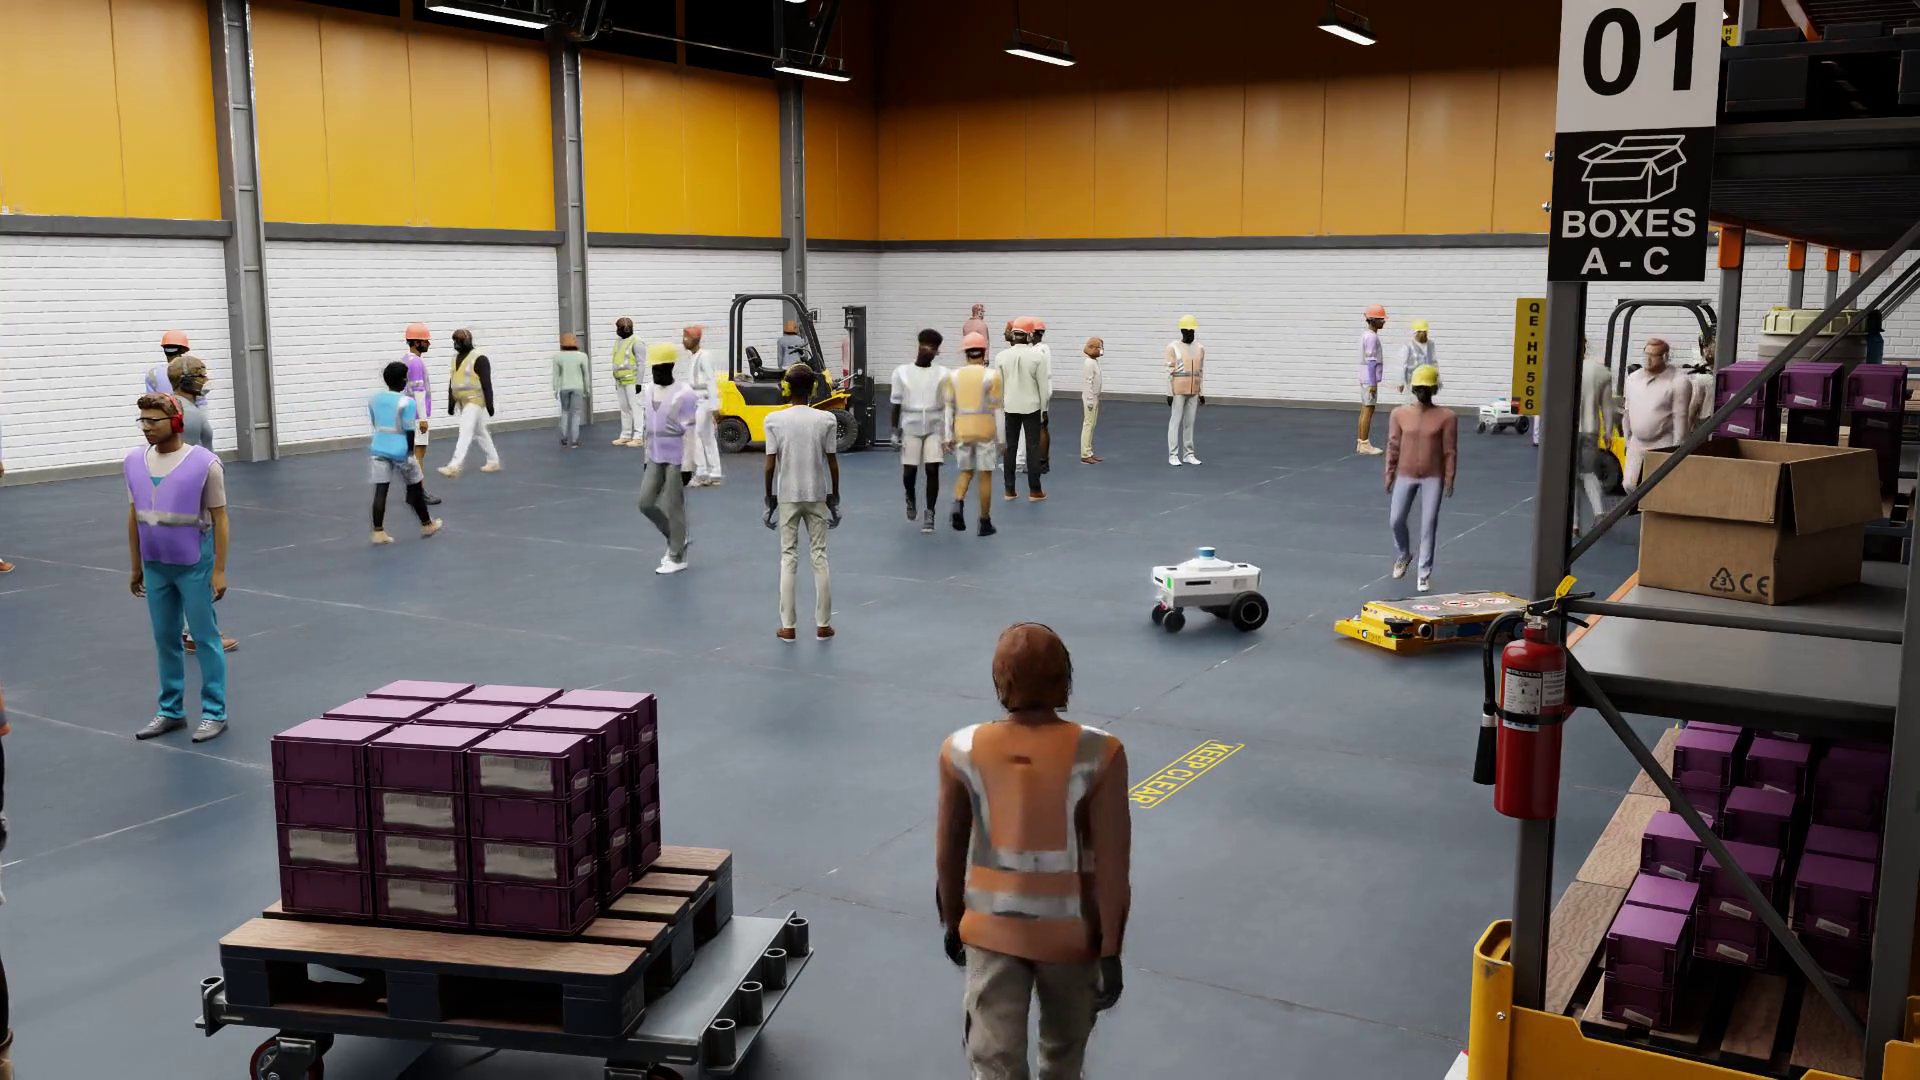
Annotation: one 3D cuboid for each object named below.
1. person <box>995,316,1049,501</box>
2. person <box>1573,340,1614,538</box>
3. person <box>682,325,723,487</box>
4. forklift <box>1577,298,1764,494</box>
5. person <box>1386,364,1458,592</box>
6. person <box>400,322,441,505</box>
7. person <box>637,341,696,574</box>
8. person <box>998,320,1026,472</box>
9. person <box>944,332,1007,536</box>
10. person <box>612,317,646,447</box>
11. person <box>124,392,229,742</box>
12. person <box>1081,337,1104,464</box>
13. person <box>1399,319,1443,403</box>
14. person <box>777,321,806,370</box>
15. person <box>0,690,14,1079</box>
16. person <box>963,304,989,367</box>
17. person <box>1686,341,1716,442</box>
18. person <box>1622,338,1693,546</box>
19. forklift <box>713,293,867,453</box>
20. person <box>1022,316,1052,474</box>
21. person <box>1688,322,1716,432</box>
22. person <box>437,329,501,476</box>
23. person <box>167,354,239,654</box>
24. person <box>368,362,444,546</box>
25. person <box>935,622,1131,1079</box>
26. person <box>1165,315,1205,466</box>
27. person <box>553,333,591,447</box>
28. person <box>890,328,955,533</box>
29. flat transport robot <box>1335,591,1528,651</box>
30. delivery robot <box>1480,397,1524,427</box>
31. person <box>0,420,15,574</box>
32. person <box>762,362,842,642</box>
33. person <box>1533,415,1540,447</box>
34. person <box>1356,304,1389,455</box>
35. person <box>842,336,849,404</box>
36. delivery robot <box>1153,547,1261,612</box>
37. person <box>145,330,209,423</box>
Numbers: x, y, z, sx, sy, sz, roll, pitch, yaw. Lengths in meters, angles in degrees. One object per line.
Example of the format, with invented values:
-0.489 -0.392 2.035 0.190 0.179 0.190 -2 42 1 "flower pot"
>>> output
0.678 -1.416 18.000 0.610 1.996 0.379 3 10 20 "person"
5.744 -0.971 15.496 0.649 1.915 0.504 -1 9 -6 "person"
-3.010 -1.530 19.139 0.593 1.861 0.618 -3 10 -18 "person"
7.954 -1.589 18.462 2.313 2.155 1.214 5 11 30 "forklift"
3.598 -0.492 12.981 0.546 1.758 0.493 4 10 22 "person"
-5.755 -1.343 17.724 0.376 1.935 0.550 -5 10 -29 "person"
-2.400 -0.669 13.586 0.625 1.910 0.417 7 11 37 "person"
0.673 -1.783 20.637 0.355 1.884 0.575 -1 9 -6 "person"
0.148 -0.979 15.525 0.592 1.914 0.526 4 10 23 "person"
-4.725 -2.246 23.680 0.430 1.838 0.624 -9 13 -44 "person"
-4.101 0.139 8.760 0.565 1.845 0.384 2 9 13 "person"
1.720 -1.805 21.552 0.266 1.631 0.507 2 9 14 "person"
6.843 -2.405 24.857 0.601 1.788 0.944 -5 10 -29 "person"
-2.949 -3.017 29.118 0.500 1.633 0.280 0 9 -1 "person"
-3.035 0.843 4.824 0.315 1.696 0.541 8 12 40 "person"
0.333 -3.319 30.152 0.408 1.909 0.638 -7 11 -36 "person"
7.071 -0.954 15.628 0.510 1.830 0.419 -2 9 -13 "person"
6.253 -0.874 14.949 0.527 1.893 0.658 -7 11 -36 "person"
-2.458 -2.344 23.176 2.313 2.155 1.214 0 9 -2 "forklift"
0.936 -1.776 20.425 0.379 1.938 0.547 3 9 16 "person"
9.896 -1.984 22.123 0.724 1.805 0.608 -7 12 -39 "person"
-6.021 -1.683 20.345 0.636 1.782 0.979 8 12 41 "person"
-4.990 -0.233 10.796 0.378 1.940 0.628 -6 11 -34 "person"
-5.117 -0.798 15.208 0.539 1.648 0.847 3 10 17 "person"
0.174 1.004 4.204 0.521 1.566 0.924 2 9 11 "person"
2.895 -1.915 21.327 0.587 1.928 0.363 -5 10 -29 "person"
-5.500 -2.126 23.605 0.502 1.616 0.514 0 9 -2 "person"
-0.356 -1.051 15.915 0.641 1.934 0.624 -1 9 -6 "person"
3.313 0.531 11.212 1.431 0.197 0.652 -4 10 -23 "flat transport robot"
8.312 -1.951 25.505 0.707 0.478 0.477 -5 10 -32 "delivery robot"
-8.051 -0.662 13.471 0.630 1.940 0.372 0 9 3 "person"
-1.065 -0.249 11.114 0.550 1.869 0.316 -2 9 -10 "person"
8.389 -2.260 23.550 0.649 1.905 0.403 4 10 25 "person"
5.602 -2.172 22.570 0.378 2.041 0.616 1 9 7 "person"
-1.726 -2.723 26.891 0.319 1.763 0.522 -5 11 -31 "person"
1.708 0.292 11.528 0.707 0.478 0.477 -2 9 -12 "delivery robot"
-7.350 -1.013 15.697 0.542 1.929 0.368 -1 9 -6 "person"
